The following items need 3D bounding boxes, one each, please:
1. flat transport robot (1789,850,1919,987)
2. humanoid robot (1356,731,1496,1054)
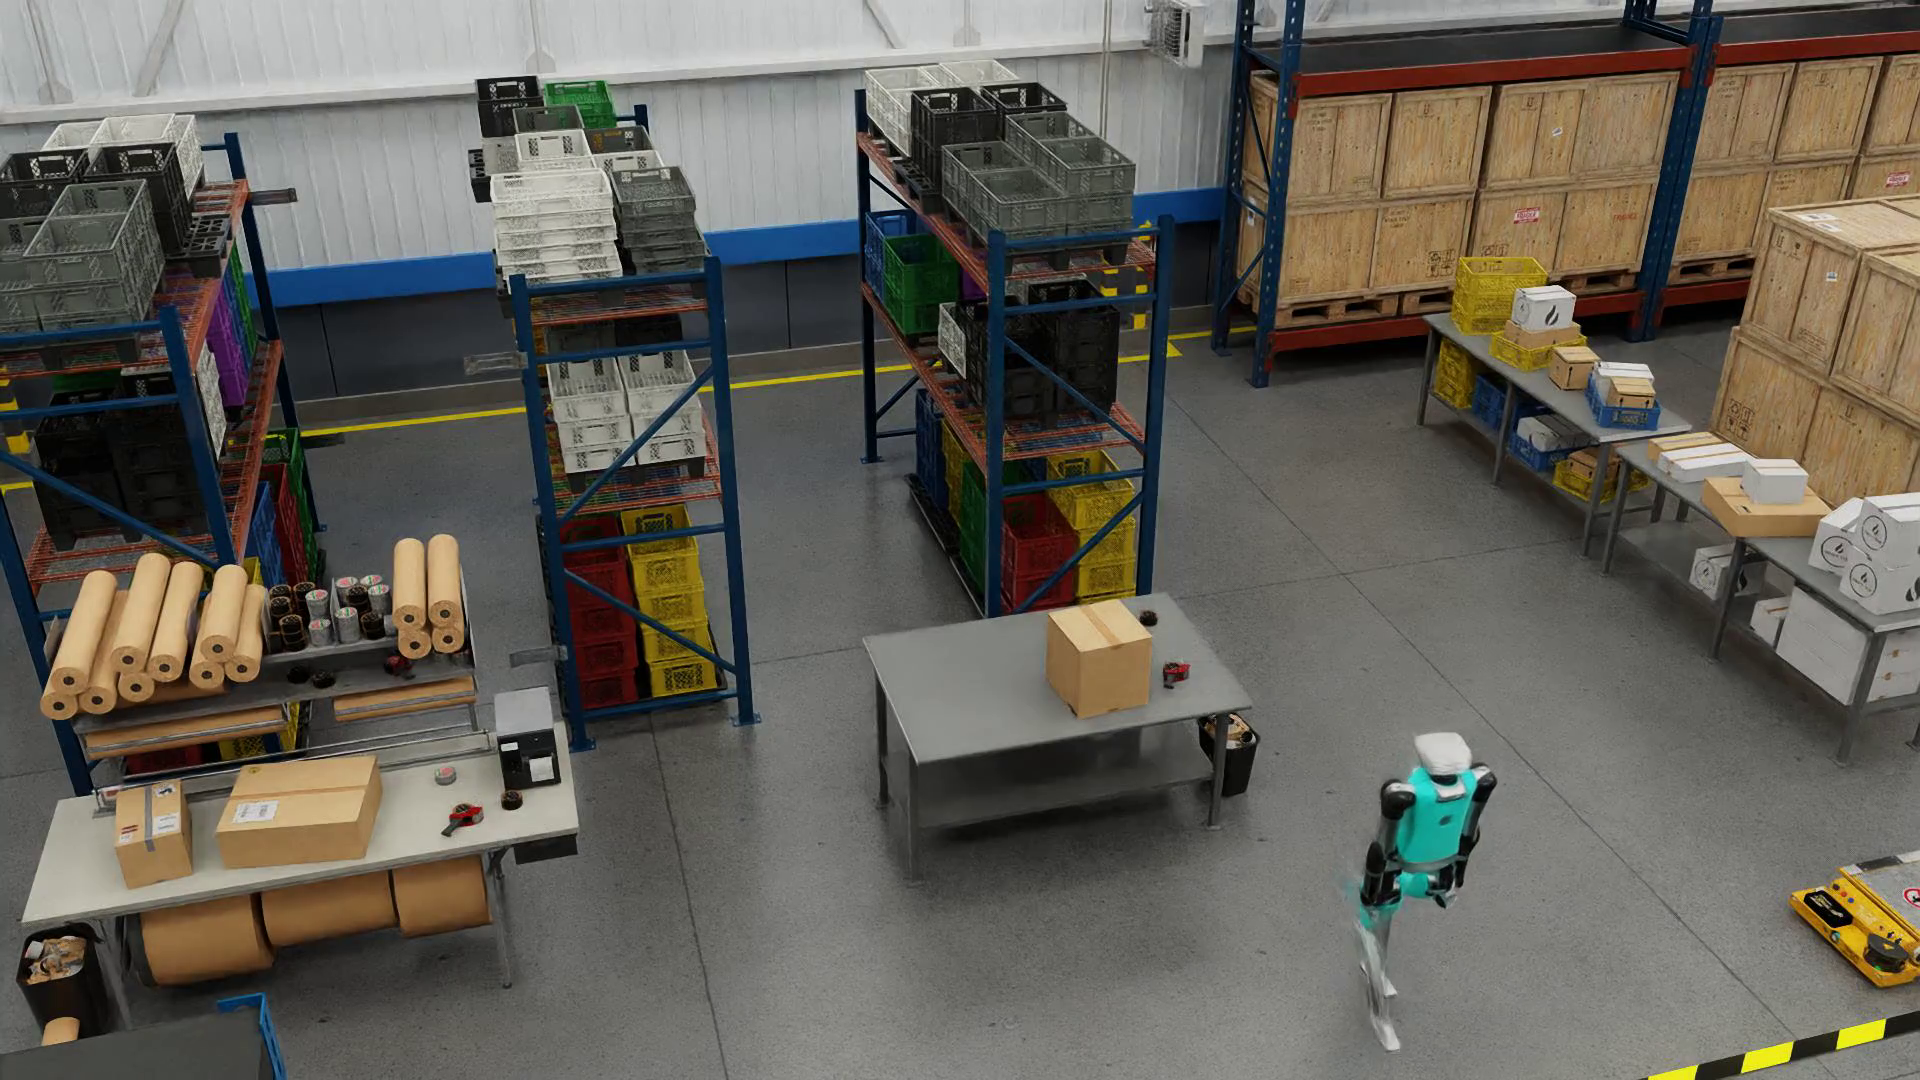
[{"bbox_3d":[5.163,1.916,8.676,1.431,0.231,0.659,-8,30,-14],"label":"flat transport robot"},{"bbox_3d":[2.043,1.530,7.870,0.541,1.786,0.779,-8,30,-14],"label":"humanoid robot"}]
